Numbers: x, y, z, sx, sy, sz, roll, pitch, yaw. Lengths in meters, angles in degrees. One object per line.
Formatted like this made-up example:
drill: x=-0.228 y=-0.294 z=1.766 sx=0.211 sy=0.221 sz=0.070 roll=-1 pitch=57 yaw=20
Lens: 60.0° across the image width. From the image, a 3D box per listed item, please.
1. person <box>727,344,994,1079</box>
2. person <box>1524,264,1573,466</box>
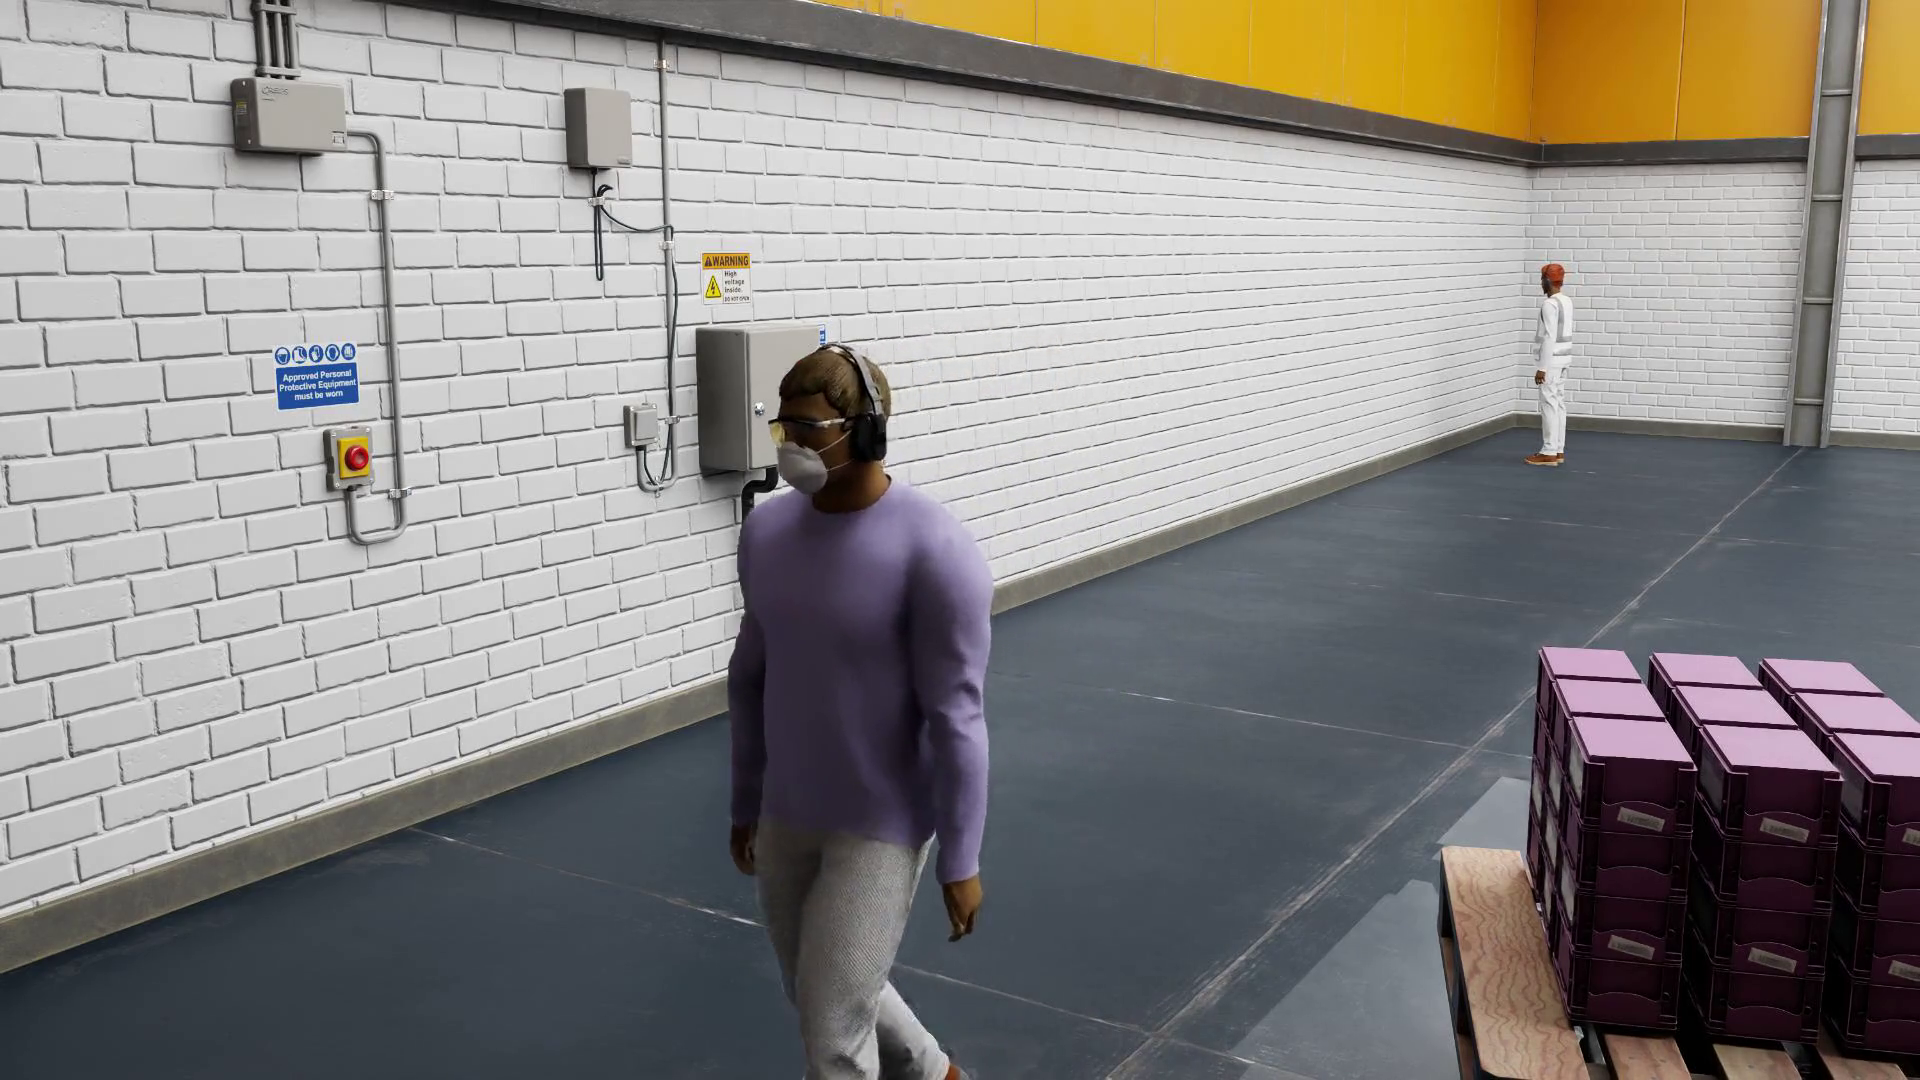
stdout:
person: x=-0.212 y=0.555 z=3.362 sx=0.642 sy=1.912 sz=0.877 roll=9 pitch=13 yaw=40
person: x=5.539 y=-1.639 z=15.585 sx=0.337 sy=1.881 sz=0.584 roll=7 pitch=13 yaw=36
